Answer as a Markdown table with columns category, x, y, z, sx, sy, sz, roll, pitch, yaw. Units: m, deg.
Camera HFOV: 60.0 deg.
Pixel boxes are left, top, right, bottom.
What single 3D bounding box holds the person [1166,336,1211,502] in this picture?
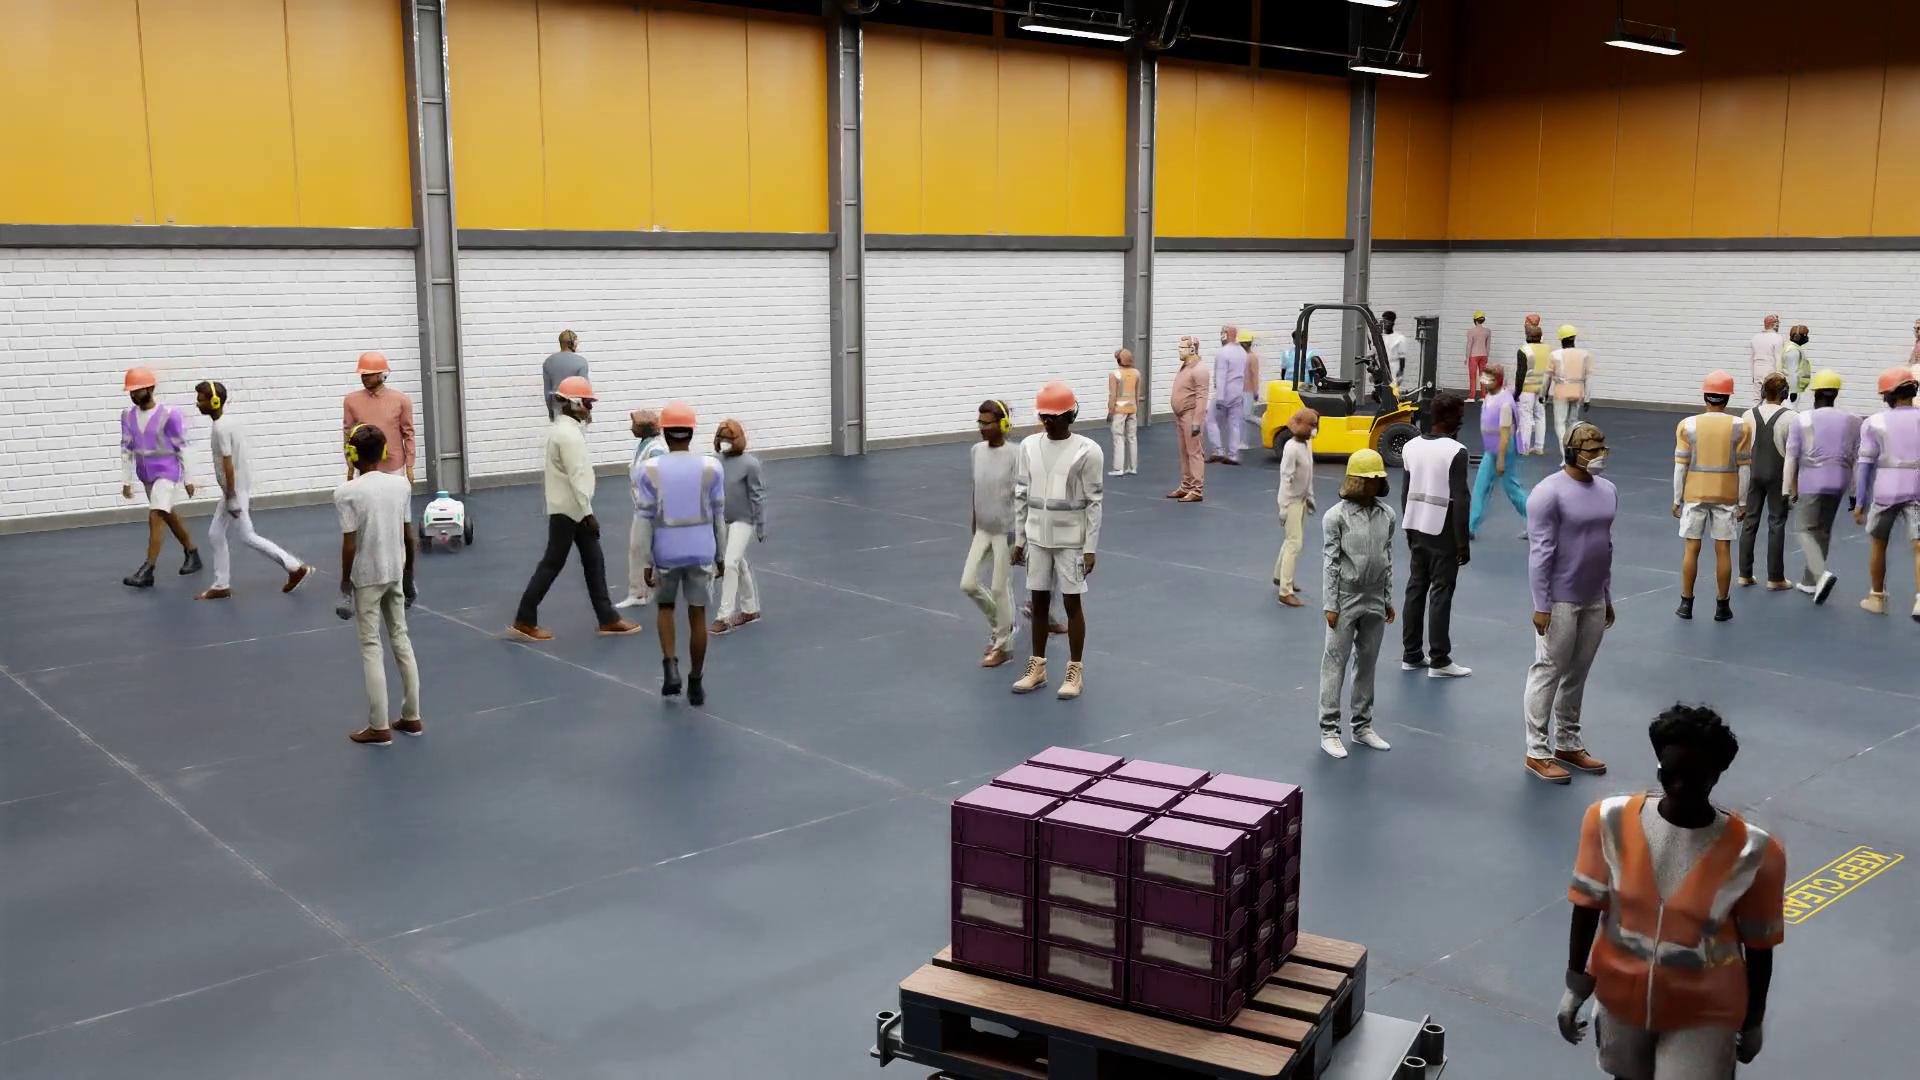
| category | x | y | z | sx | sy | sz | roll | pitch | yaw |
| --- | --- | --- | --- | --- | --- | --- | --- | --- | --- |
| person | 2.615 | -1.390 | 19.111 | 0.404 | 1.911 | 0.636 | -2 | 10 | -12 |

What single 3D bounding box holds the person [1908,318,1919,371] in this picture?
| category | x | y | z | sx | sy | sz | roll | pitch | yaw |
| --- | --- | --- | --- | --- | --- | --- | --- | --- | --- |
| person | 14.688 | -2.449 | 25.444 | 0.653 | 1.875 | 0.645 | 4 | 11 | 23 |

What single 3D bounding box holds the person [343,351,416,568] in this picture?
| category | x | y | z | sx | sy | sz | roll | pitch | yaw |
| --- | --- | --- | --- | --- | --- | --- | --- | --- | --- |
| person | -5.096 | -0.663 | 14.608 | 0.612 | 1.991 | 0.392 | -1 | 10 | -3 |

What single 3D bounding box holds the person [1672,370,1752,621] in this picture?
| category | x | y | z | sx | sy | sz | roll | pitch | yaw |
| --- | --- | --- | --- | --- | --- | --- | --- | --- | --- |
| person | 5.805 | -0.340 | 12.872 | 0.542 | 1.939 | 0.361 | 4 | 11 | 24 |

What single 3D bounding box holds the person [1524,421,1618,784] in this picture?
| category | x | y | z | sx | sy | sz | roll | pitch | yaw |
| --- | --- | --- | --- | --- | --- | --- | --- | --- | --- |
| person | 3.305 | 0.327 | 8.972 | 0.632 | 1.940 | 0.372 | -6 | 12 | -33 |

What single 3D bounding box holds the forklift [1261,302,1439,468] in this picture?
| category | x | y | z | sx | sy | sz | roll | pitch | yaw |
| --- | --- | --- | --- | --- | --- | --- | --- | --- | --- |
| forklift | 5.320 | -2.157 | 22.763 | 2.313 | 2.155 | 1.214 | 3 | 10 | 16 |

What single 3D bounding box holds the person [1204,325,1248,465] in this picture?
| category | x | y | z | sx | sy | sz | roll | pitch | yaw |
| --- | --- | --- | --- | --- | --- | --- | --- | --- | --- |
| person | 3.545 | -1.955 | 22.474 | 0.619 | 1.886 | 0.653 | 9 | 13 | 42 |

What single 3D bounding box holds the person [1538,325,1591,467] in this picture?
| category | x | y | z | sx | sy | sz | roll | pitch | yaw |
| --- | --- | --- | --- | --- | --- | --- | --- | --- | --- |
| person | 8.128 | -1.919 | 22.266 | 0.598 | 1.901 | 0.654 | -1 | 10 | -7 |

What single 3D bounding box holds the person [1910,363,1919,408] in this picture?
| category | x | y | z | sx | sy | sz | roll | pitch | yaw |
| --- | --- | --- | --- | --- | --- | --- | --- | --- | --- |
| person | 12.794 | -1.773 | 22.178 | 0.400 | 1.618 | 0.541 | -1 | 10 | -4 |

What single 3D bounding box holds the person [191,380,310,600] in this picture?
| category | x | y | z | sx | sy | sz | roll | pitch | yaw |
| --- | --- | --- | --- | --- | --- | --- | --- | --- | --- |
| person | -5.856 | -0.406 | 13.642 | 0.868 | 1.826 | 0.537 | -4 | 11 | -24 |

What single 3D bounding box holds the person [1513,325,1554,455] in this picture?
| category | x | y | z | sx | sy | sz | roll | pitch | yaw |
| --- | --- | --- | --- | --- | --- | --- | --- | --- | --- |
| person | 8.097 | -2.118 | 23.575 | 0.633 | 1.839 | 0.429 | -4 | 11 | -24 |

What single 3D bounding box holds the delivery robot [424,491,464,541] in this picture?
| category | x | y | z | sx | sy | sz | roll | pitch | yaw |
| --- | --- | --- | --- | --- | --- | --- | --- | --- | --- |
| delivery robot | -4.951 | -0.223 | 15.963 | 0.477 | 0.478 | 0.707 | -3 | 10 | -15 |

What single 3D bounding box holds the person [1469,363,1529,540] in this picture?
| category | x | y | z | sx | sy | sz | roll | pitch | yaw |
| --- | --- | --- | --- | --- | --- | --- | --- | --- | --- |
| person | 5.350 | -0.859 | 16.403 | 0.931 | 1.781 | 0.615 | -1 | 10 | -6 |

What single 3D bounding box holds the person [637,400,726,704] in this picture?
| category | x | y | z | sx | sy | sz | roll | pitch | yaw |
| --- | --- | --- | --- | --- | --- | --- | --- | --- | --- |
| person | -1.744 | 0.081 | 10.470 | 0.546 | 1.923 | 0.402 | -2 | 10 | -10 |

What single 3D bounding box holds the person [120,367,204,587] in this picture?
| category | x | y | z | sx | sy | sz | roll | pitch | yaw |
| --- | --- | --- | --- | --- | --- | --- | --- | --- | --- |
| person | -6.948 | -0.565 | 14.404 | 0.548 | 1.874 | 1.001 | 3 | 10 | 16 |

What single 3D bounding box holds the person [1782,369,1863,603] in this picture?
| category | x | y | z | sx | sy | sz | roll | pitch | yaw |
| --- | --- | --- | --- | --- | --- | --- | --- | --- | --- |
| person | 7.068 | -0.446 | 13.613 | 0.610 | 1.901 | 0.801 | 1 | 10 | 3 |

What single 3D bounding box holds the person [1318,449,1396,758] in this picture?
| category | x | y | z | sx | sy | sz | roll | pitch | yaw |
| --- | --- | --- | --- | --- | --- | --- | --- | --- | --- |
| person | 2.262 | 0.351 | 9.400 | 0.487 | 1.744 | 0.294 | -5 | 11 | -27 |

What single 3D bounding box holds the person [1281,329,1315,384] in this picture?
| category | x | y | z | sx | sy | sz | roll | pitch | yaw |
| --- | --- | --- | --- | --- | --- | --- | --- | --- | --- |
| person | 5.212 | -2.414 | 25.734 | 0.552 | 1.683 | 0.361 | 5 | 11 | 25 |

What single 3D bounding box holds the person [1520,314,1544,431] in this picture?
| category | x | y | z | sx | sy | sz | roll | pitch | yaw |
| --- | --- | --- | --- | --- | --- | --- | --- | --- | --- |
| person | 9.194 | -2.681 | 26.748 | 0.337 | 1.878 | 0.584 | 0 | 10 | 3 |

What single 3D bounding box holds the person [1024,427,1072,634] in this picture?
| category | x | y | z | sx | sy | sz | roll | pitch | yaw |
| --- | --- | --- | --- | --- | --- | --- | --- | --- | --- |
| person | 0.695 | -0.109 | 12.427 | 0.365 | 1.618 | 0.600 | -6 | 11 | -30 |

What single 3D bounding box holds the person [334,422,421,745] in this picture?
| category | x | y | z | sx | sy | sz | roll | pitch | yaw |
| --- | --- | --- | --- | --- | --- | --- | --- | --- | --- |
| person | -3.371 | 0.252 | 9.613 | 0.310 | 1.868 | 0.532 | 6 | 12 | 34 |

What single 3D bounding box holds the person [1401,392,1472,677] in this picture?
| category | x | y | z | sx | sy | sz | roll | pitch | yaw |
| --- | --- | --- | --- | --- | --- | --- | --- | --- | --- |
| person | 3.189 | -0.036 | 11.173 | 0.390 | 1.913 | 0.587 | -5 | 11 | -26 |

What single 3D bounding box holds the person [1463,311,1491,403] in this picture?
| category | x | y | z | sx | sy | sz | roll | pitch | yaw |
| --- | --- | --- | --- | --- | --- | --- | --- | --- | --- |
| person | 9.932 | -3.510 | 31.943 | 0.525 | 1.769 | 0.315 | -3 | 10 | -18 |

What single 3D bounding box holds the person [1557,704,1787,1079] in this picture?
| category | x | y | z | sx | sy | sz | roll | pitch | yaw |
| --- | --- | --- | --- | --- | --- | --- | --- | --- | --- |
| person | 1.941 | 1.225 | 4.532 | 0.522 | 1.660 | 0.878 | 8 | 12 | 38 |

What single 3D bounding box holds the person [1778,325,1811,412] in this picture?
| category | x | y | z | sx | sy | sz | roll | pitch | yaw |
| --- | --- | --- | --- | --- | --- | --- | --- | --- | --- |
| person | 11.858 | -2.135 | 23.666 | 0.429 | 1.843 | 0.627 | 4 | 10 | 22 |

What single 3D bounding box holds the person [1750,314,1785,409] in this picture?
| category | x | y | z | sx | sy | sz | roll | pitch | yaw |
| --- | --- | --- | --- | --- | --- | --- | --- | --- | --- |
| person | 12.621 | -2.560 | 25.953 | 0.407 | 1.913 | 0.641 | -3 | 10 | -17 |

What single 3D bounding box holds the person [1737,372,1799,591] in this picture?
| category | x | y | z | sx | sy | sz | roll | pitch | yaw |
| --- | --- | --- | --- | --- | --- | --- | --- | --- | --- |
| person | 6.835 | -0.494 | 14.047 | 0.345 | 1.847 | 0.508 | -9 | 13 | -41 |

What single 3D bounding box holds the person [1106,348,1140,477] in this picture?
| category | x | y | z | sx | sy | sz | roll | pitch | yaw |
| --- | --- | --- | --- | --- | --- | --- | --- | --- | --- |
| person | 2.095 | -1.631 | 21.308 | 0.522 | 1.638 | 0.310 | -7 | 12 | -36 |

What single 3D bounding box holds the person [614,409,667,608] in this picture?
| category | x | y | z | sx | sy | sz | roll | pitch | yaw |
| --- | --- | --- | --- | --- | --- | --- | --- | --- | --- |
| person | -2.392 | -0.251 | 13.323 | 0.711 | 1.618 | 0.517 | -5 | 11 | -28 |

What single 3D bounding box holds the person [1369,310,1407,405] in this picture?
| category | x | y | z | sx | sy | sz | roll | pitch | yaw |
| --- | --- | --- | --- | --- | --- | --- | --- | --- | --- |
| person | 6.870 | -2.707 | 26.681 | 0.525 | 1.950 | 0.640 | -9 | 13 | -43 |

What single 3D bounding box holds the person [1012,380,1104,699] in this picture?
| category | x | y | z | sx | sy | sz | roll | pitch | yaw |
| --- | --- | --- | --- | --- | --- | --- | --- | --- | --- |
| person | 0.605 | -0.001 | 10.605 | 0.606 | 2.037 | 0.382 | 6 | 11 | 30 |

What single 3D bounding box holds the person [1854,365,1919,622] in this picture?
| category | x | y | z | sx | sy | sz | roll | pitch | yaw |
| --- | --- | --- | --- | --- | --- | --- | --- | --- | --- |
| person | 7.236 | -0.329 | 12.736 | 0.650 | 1.984 | 0.942 | 4 | 11 | 23 |

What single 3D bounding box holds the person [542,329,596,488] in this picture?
| category | x | y | z | sx | sy | sz | roll | pitch | yaw |
| --- | --- | --- | --- | --- | --- | --- | --- | --- | --- |
| person | -4.708 | -1.560 | 20.029 | 0.627 | 1.936 | 0.374 | 4 | 10 | 21 |

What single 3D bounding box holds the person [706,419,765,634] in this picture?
| category | x | y | z | sx | sy | sz | roll | pitch | yaw |
| --- | --- | --- | --- | --- | --- | --- | --- | --- | --- |
| person | -1.762 | -0.096 | 12.427 | 0.511 | 1.601 | 0.784 | 7 | 12 | 37 |

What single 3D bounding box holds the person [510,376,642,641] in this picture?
| category | x | y | z | sx | sy | sz | roll | pitch | yaw |
| --- | --- | --- | --- | --- | --- | --- | --- | --- | --- |
| person | -2.871 | -0.226 | 12.203 | 0.815 | 1.979 | 0.620 | -1 | 10 | -8 |

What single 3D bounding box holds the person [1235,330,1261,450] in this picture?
| category | x | y | z | sx | sy | sz | roll | pitch | yaw |
| --- | --- | --- | --- | --- | --- | --- | --- | --- | --- |
| person | 4.213 | -2.154 | 24.050 | 0.562 | 1.741 | 0.545 | -2 | 10 | -13 |

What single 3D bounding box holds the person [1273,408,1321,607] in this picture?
| category | x | y | z | sx | sy | sz | roll | pitch | yaw |
| --- | --- | --- | --- | --- | --- | --- | --- | --- | --- |
| person | 2.722 | -0.288 | 13.598 | 0.458 | 1.592 | 0.688 | 5 | 11 | 27 |

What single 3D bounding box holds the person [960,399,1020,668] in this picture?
| category | x | y | z | sx | sy | sz | roll | pitch | yaw |
| --- | --- | --- | --- | --- | --- | --- | --- | --- | --- |
| person | 0.222 | -0.039 | 11.348 | 0.541 | 1.852 | 0.390 | 9 | 13 | 41 |
